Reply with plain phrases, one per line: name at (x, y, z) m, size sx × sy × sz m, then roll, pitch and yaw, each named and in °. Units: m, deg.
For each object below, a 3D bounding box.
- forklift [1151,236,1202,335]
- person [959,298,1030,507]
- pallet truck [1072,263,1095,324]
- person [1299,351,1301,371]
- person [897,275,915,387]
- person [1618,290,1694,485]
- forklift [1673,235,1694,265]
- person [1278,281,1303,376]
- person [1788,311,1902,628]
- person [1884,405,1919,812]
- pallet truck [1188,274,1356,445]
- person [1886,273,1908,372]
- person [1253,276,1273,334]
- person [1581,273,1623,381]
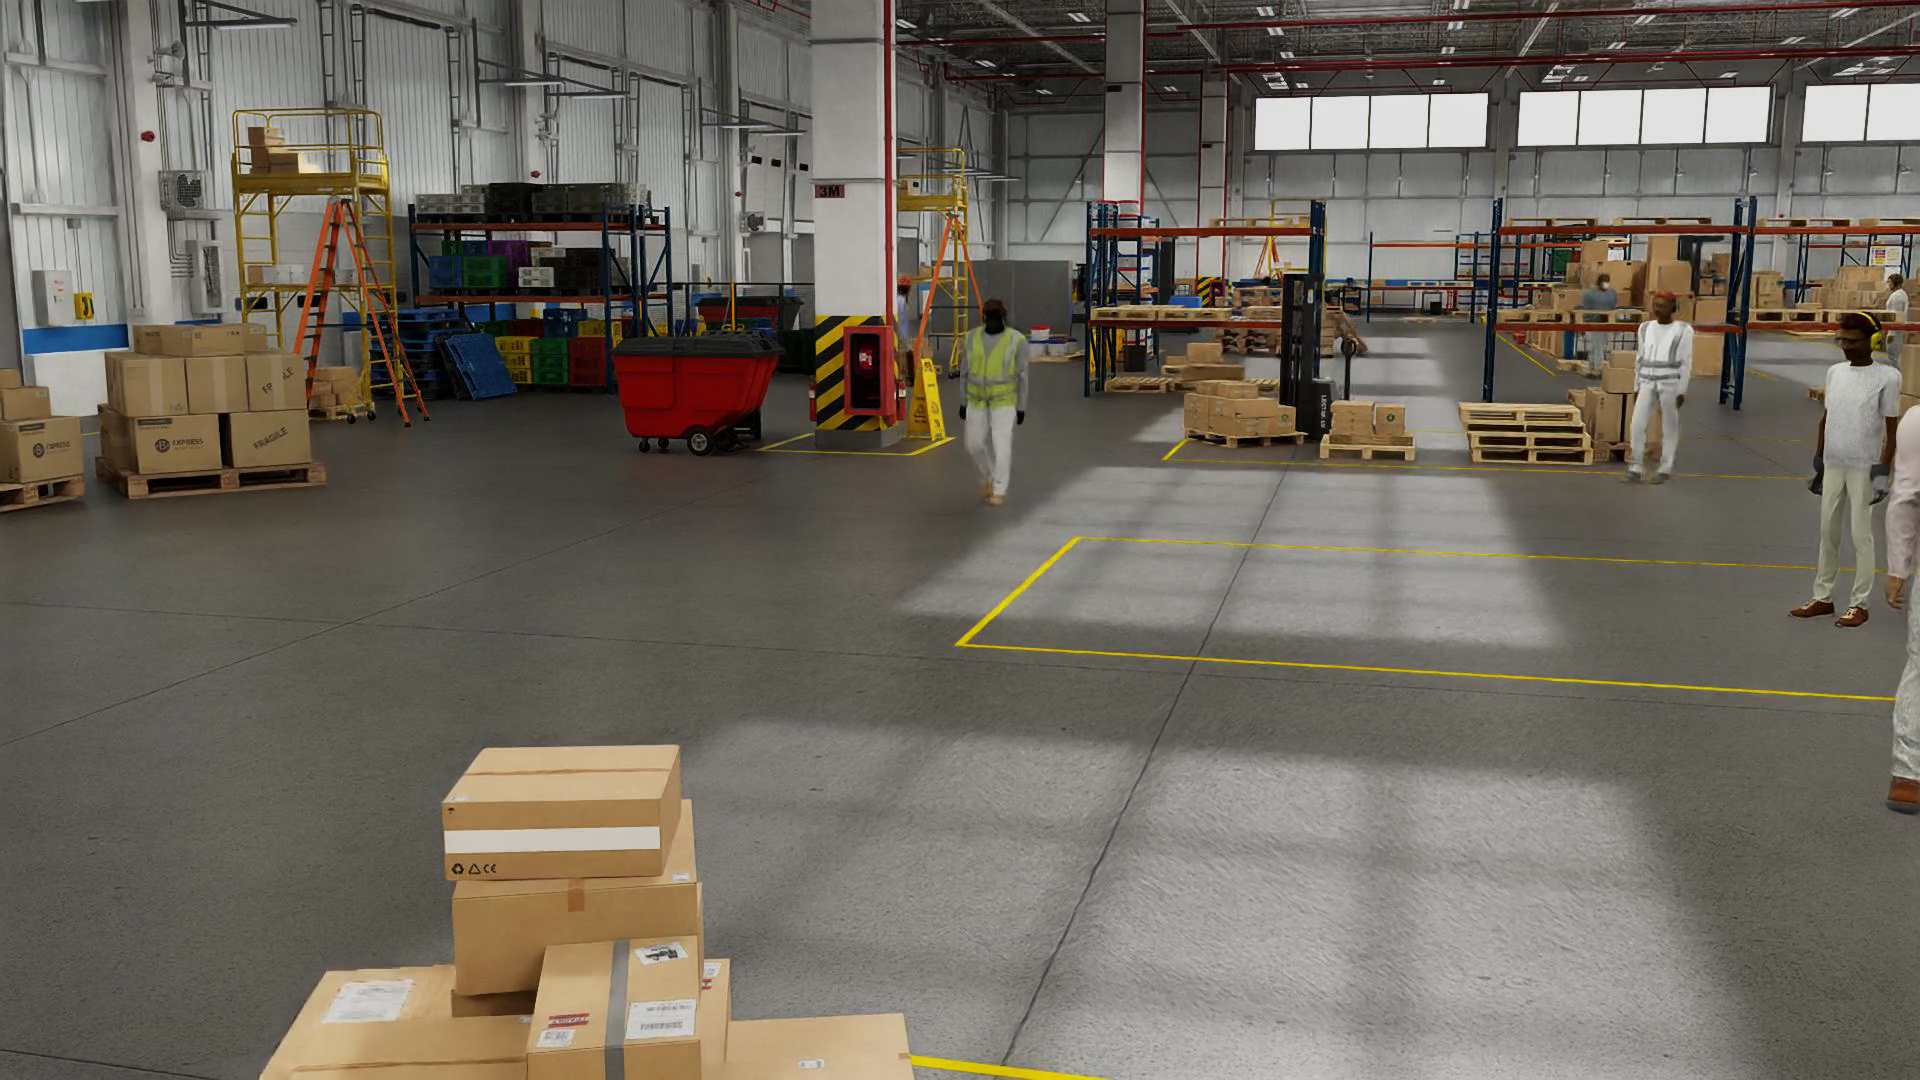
forklift at (5.866, -7.214, 46.878) m, size 1.873 × 2.768 × 1.129 m, roll 2°, pitch 10°, yaw 14°
person at (0.293, -1.196, 14.542) m, size 0.651 × 1.823 × 0.439 m, roll 4°, pitch 10°, yaw 20°
pallet truck at (4.325, -8.180, 55.162) m, size 0.823 × 1.965 × 1.885 m, roll 6°, pitch 11°, yaw 31°
person at (6.693, -4.088, 31.845) m, size 0.321 × 1.736 × 0.485 m, roll 9°, pitch 13°, yaw 42°
person at (-1.087, -3.507, 27.996) m, size 0.959 × 1.894 × 0.546 m, roll -3°, pitch 10°, yaw -14°
person at (6.598, -1.428, 15.798) m, size 0.782 × 1.859 × 0.603 m, roll -8°, pitch 12°, yaw -39°
forklift at (21.182, -7.585, 49.064) m, size 1.873 × 2.768 × 1.129 m, roll 0°, pitch 10°, yaw 0°
person at (4.768, -2.835, 23.949) m, size 0.430 × 1.906 × 0.607 m, roll -3°, pitch 10°, yaw -18°
person at (5.261, -0.415, 9.838) m, size 0.329 × 1.865 × 0.515 m, roll -4°, pitch 11°, yaw -25°
person at (3.937, 0.122, 6.456) m, size 0.635 × 1.937 × 0.352 m, roll 4°, pitch 10°, yaw 21°
pallet truck at (3.653, -2.138, 19.590) m, size 1.885 × 1.965 × 0.823 m, roll -4°, pitch 10°, yaw -20°
person at (15.248, -3.382, 27.135) m, size 0.378 × 1.932 × 0.622 m, roll 6°, pitch 11°, yaw 30°
person at (8.518, -6.530, 46.453) m, size 0.536 × 1.655 × 0.853 m, roll 9°, pitch 13°, yaw 44°
person at (11.394, -3.762, 29.448) m, size 0.621 × 1.885 × 0.997 m, roll -3°, pitch 10°, yaw -17°
